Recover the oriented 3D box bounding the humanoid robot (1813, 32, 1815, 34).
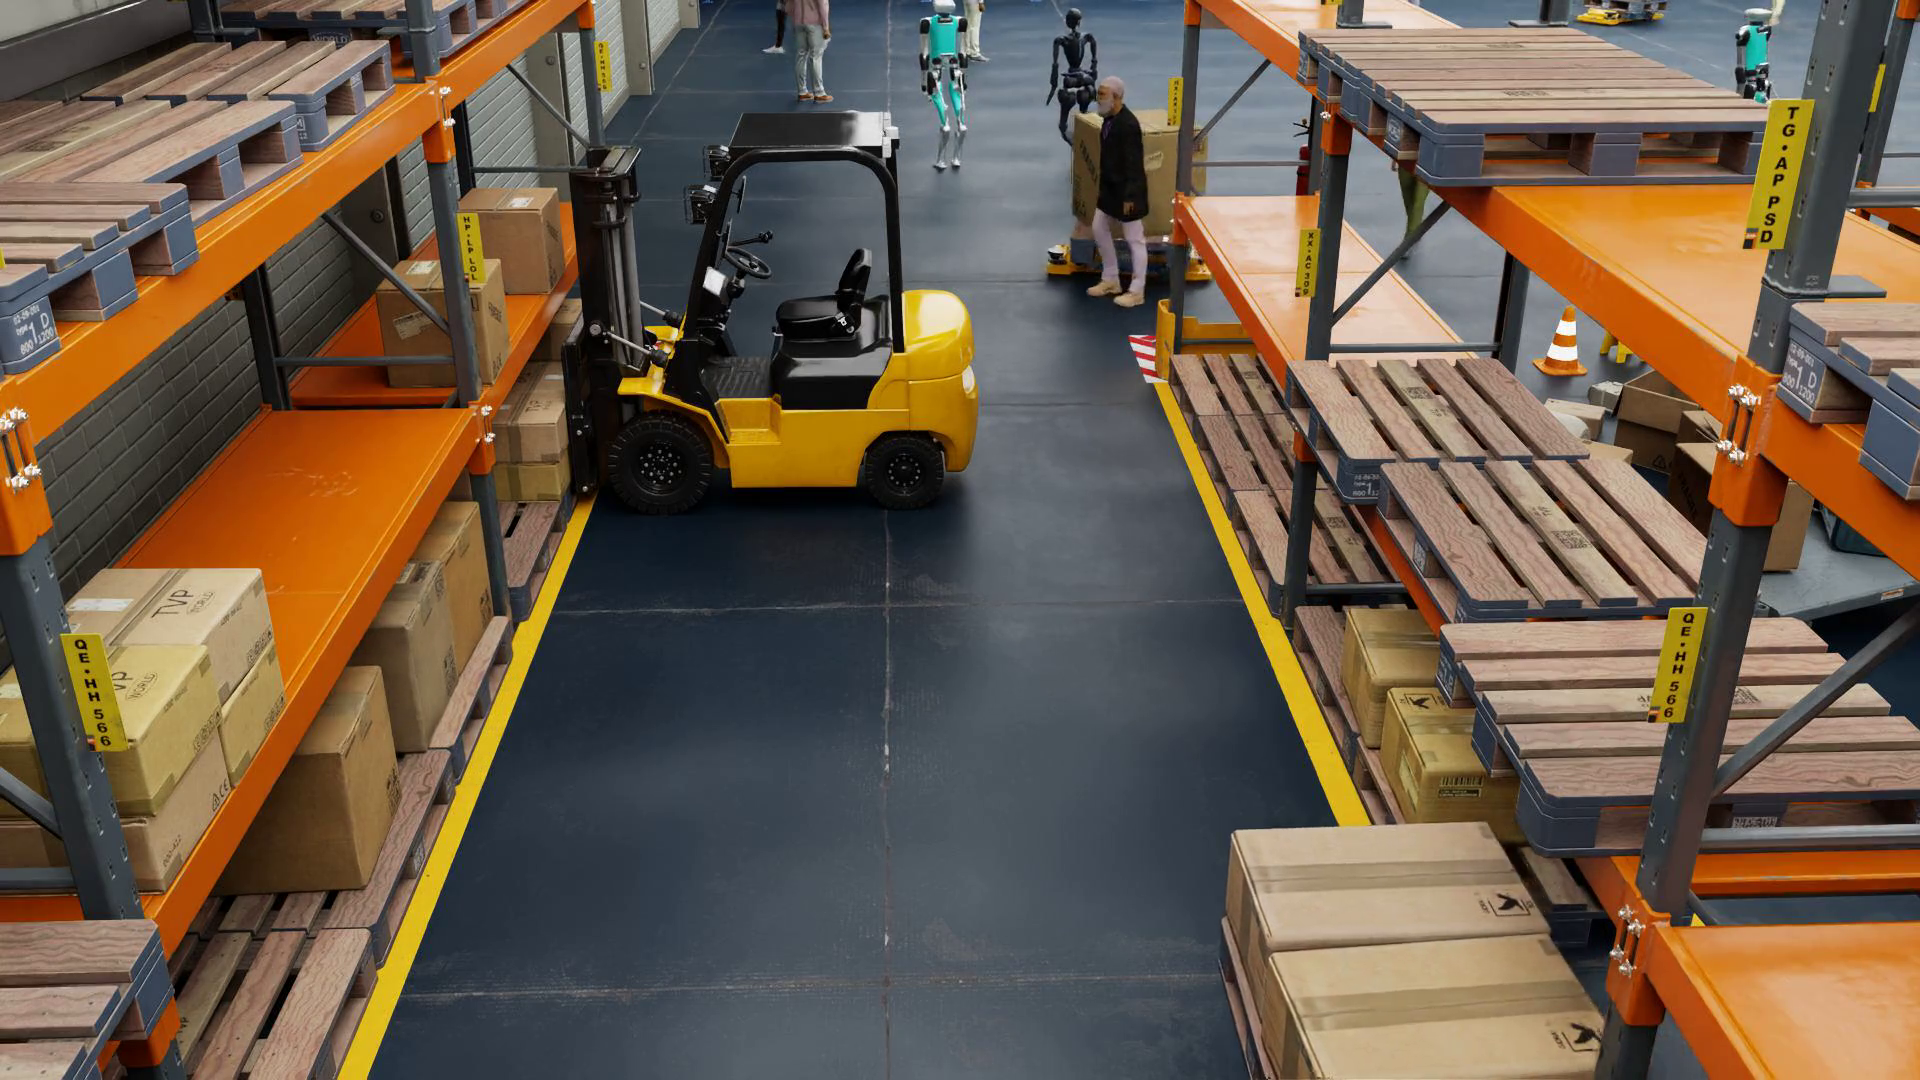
[{"bbox_3d":[14.201,-8.852,26.472,0.805,1.620,0.599,14,29,27],"label":"humanoid robot"}]

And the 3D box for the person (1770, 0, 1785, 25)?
[{"bbox_3d":[13.827,-9.586,27.764,0.510,1.837,1.016,17,30,31],"label":"person"}]

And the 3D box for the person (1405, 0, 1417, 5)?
[{"bbox_3d":[6.875,-8.490,25.451,0.561,1.837,0.388,-21,32,-37],"label":"person"}]

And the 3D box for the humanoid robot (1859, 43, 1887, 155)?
[{"bbox_3d":[8.770,-4.011,16.218,0.707,1.645,0.592,-5,26,-11],"label":"humanoid robot"}]

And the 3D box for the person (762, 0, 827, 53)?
[{"bbox_3d":[-2.488,-8.195,24.799,0.933,1.862,0.546,0,25,0],"label":"person"}]

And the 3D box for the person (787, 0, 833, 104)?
[{"bbox_3d":[-1.928,-6.595,21.318,0.630,1.940,0.373,17,30,31],"label":"person"}]

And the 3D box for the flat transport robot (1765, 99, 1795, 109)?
[{"bbox_3d":[8.777,-4.089,17.963,1.431,0.231,0.659,-5,26,-11],"label":"flat transport robot"}]

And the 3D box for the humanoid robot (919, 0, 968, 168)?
[{"bbox_3d":[-0.114,-4.858,17.789,0.531,1.730,0.701,-8,26,-16],"label":"humanoid robot"}]

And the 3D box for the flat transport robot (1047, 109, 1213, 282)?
[{"bbox_3d":[1.506,-2.465,14.523,1.431,0.231,0.659,4,26,9],"label":"flat transport robot"}]

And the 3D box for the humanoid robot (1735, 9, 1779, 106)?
[{"bbox_3d":[8.350,-4.558,17.227,0.572,1.756,0.766,-18,31,-34],"label":"humanoid robot"}]

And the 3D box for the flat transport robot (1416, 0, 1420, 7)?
[{"bbox_3d":[6.369,-7.917,26.069,0.659,0.231,1.431,22,33,39],"label":"flat transport robot"}]

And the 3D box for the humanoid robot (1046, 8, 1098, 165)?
[{"bbox_3d":[1.281,-4.925,18.084,0.600,1.636,0.518,-11,27,-21],"label":"humanoid robot"}]

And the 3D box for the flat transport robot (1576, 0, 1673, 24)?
[{"bbox_3d":[11.207,-8.919,28.191,1.431,0.231,0.659,-16,30,-30],"label":"flat transport robot"}]

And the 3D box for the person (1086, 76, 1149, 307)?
[{"bbox_3d":[1.283,-2.797,13.406,0.463,1.831,0.538,-7,26,-14],"label":"person"}]

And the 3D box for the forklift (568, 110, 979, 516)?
[{"bbox_3d":[-1.043,-1.379,9.976,2.313,2.155,1.214,-1,25,-2],"label":"forklift"}]

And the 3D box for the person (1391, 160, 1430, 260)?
[{"bbox_3d":[4.103,-3.392,14.839,0.430,1.665,0.887,14,29,27],"label":"person"}]

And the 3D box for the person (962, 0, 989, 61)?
[{"bbox_3d":[0.213,-7.915,24.324,0.327,1.752,0.560,-11,28,-23],"label":"person"}]

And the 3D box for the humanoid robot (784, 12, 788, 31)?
[{"bbox_3d":[-2.786,-9.121,26.951,0.599,1.659,0.315,-1,25,-2],"label":"humanoid robot"}]
